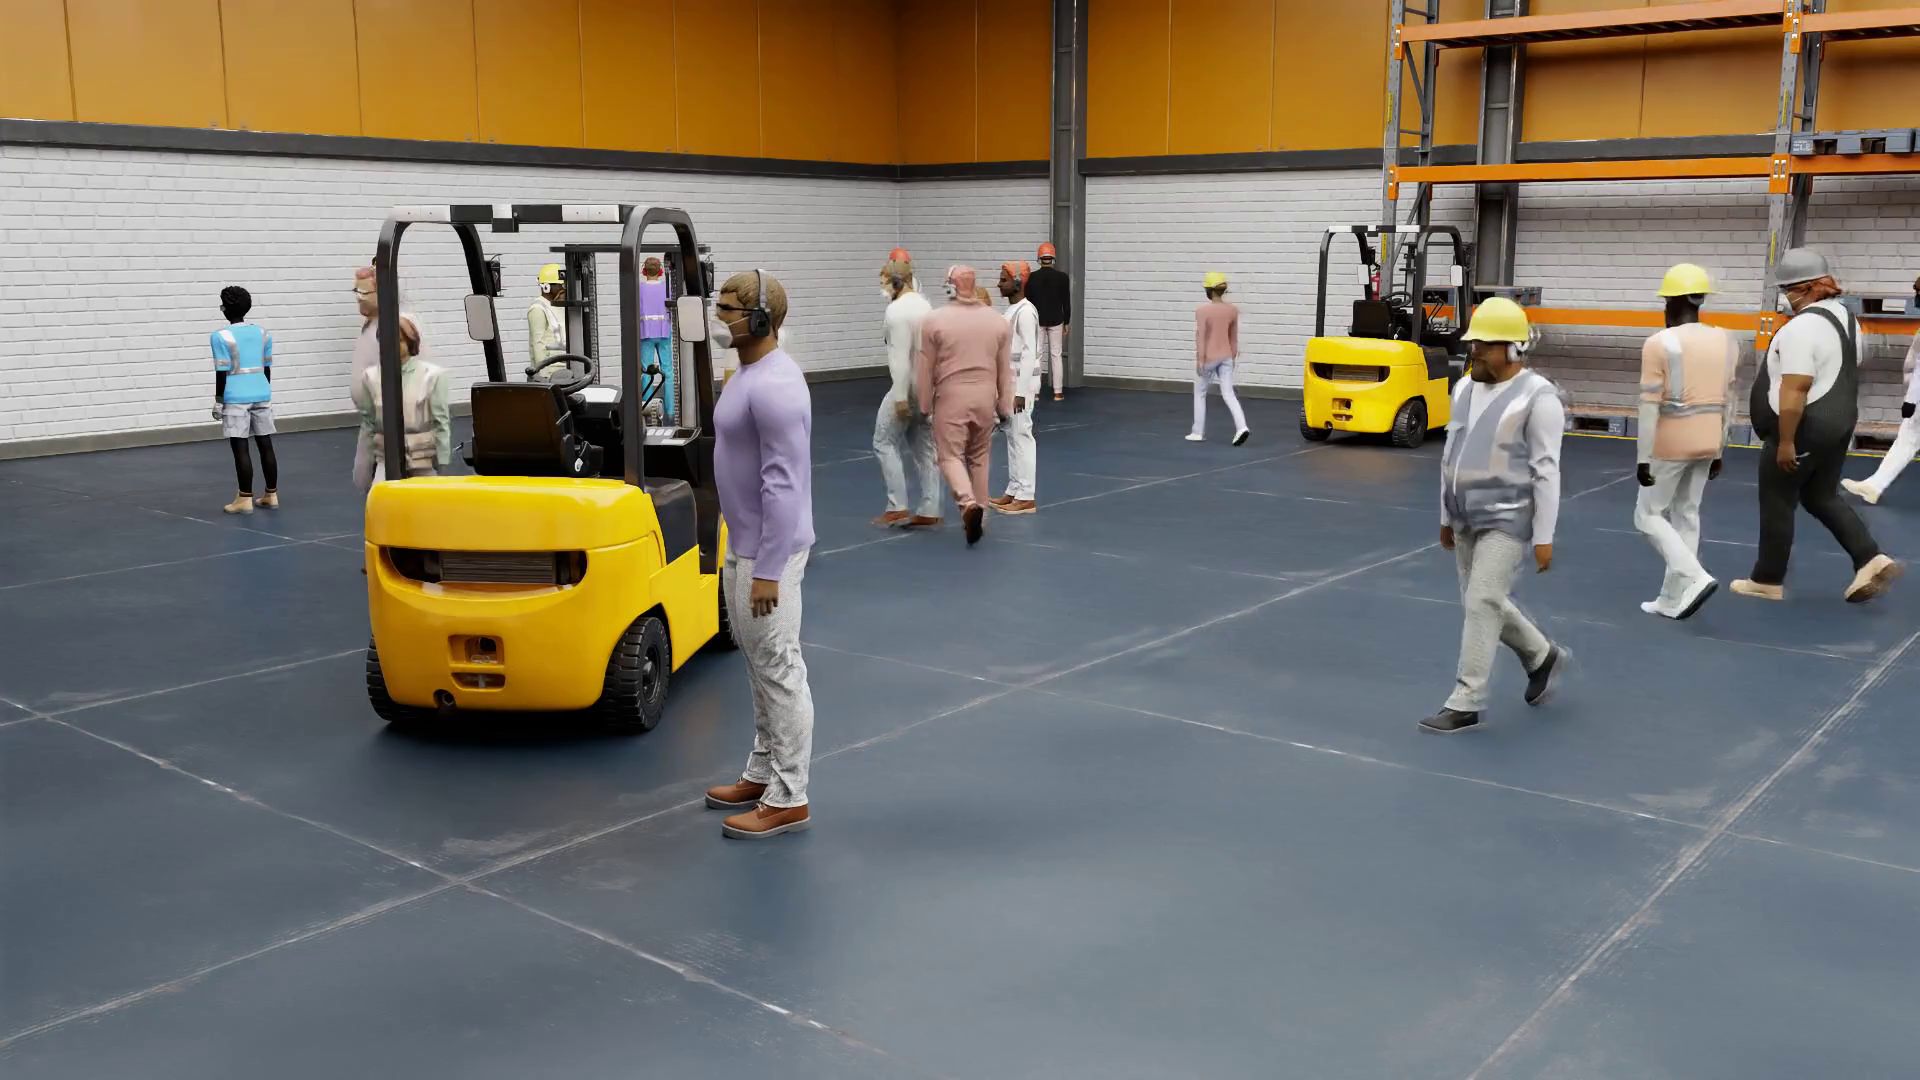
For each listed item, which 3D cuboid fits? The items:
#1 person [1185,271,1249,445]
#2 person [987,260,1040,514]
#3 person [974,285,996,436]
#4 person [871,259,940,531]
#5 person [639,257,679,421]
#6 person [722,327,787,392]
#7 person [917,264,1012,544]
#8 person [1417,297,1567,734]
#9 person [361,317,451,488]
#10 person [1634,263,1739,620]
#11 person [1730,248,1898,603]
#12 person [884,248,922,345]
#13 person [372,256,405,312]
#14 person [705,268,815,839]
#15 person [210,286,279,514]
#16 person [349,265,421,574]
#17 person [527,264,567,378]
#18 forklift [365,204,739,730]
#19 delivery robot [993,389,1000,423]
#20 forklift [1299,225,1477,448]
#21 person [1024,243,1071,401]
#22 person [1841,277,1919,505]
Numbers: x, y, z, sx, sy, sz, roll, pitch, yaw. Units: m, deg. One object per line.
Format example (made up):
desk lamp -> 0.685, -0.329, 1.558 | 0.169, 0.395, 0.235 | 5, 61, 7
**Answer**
person -> 2.589, -1.812, 16.591 | 0.531, 1.737, 0.840 | -5, 12, -27
person -> 0.415, -1.137, 12.438 | 0.355, 1.883, 0.575 | -2, 10, -11
person -> 0.199, -1.725, 16.485 | 0.511, 1.598, 0.832 | 6, 12, 30
person -> -0.383, -1.008, 11.669 | 0.621, 1.898, 0.650 | 5, 11, 24
person -> -3.436, -2.255, 18.734 | 0.571, 1.843, 0.373 | -3, 11, -16
person -> -1.274, -0.785, 10.689 | 0.800, 1.823, 0.506 | 9, 13, 40
person -> 0.053, -0.915, 11.250 | 0.662, 1.881, 0.768 | -4, 11, -22
person -> 2.288, -0.108, 6.951 | 0.785, 1.812, 0.607 | -4, 11, -22
person -> -3.007, -0.394, 9.036 | 0.518, 1.619, 0.567 | 0, 10, 2
person -> 3.843, -0.493, 8.784 | 0.595, 1.912, 0.549 | -3, 11, -17
person -> 4.798, -0.637, 9.227 | 0.706, 2.000, 0.813 | -7, 13, -35
person -> -0.716, -2.578, 20.272 | 0.356, 1.938, 0.544 | 8, 13, 38
person -> -6.112, -2.082, 17.699 | 0.328, 1.876, 0.513 | 5, 12, 28
person -> -0.689, 0.048, 5.719 | 0.372, 1.940, 0.630 | -3, 11, -17
person -> -5.358, -1.046, 12.443 | 0.320, 1.698, 0.531 | 5, 11, 25
person -> -3.462, -0.721, 10.125 | 0.464, 1.883, 0.674 | -7, 12, -33
person -> -3.657, -1.562, 14.968 | 0.403, 1.825, 0.592 | 1, 10, 7
forklift -> -1.766, -0.406, 7.525 | 1.214, 2.155, 2.313 | 1, 10, 7
delivery robot -> 0.323, -1.506, 17.903 | 0.477, 0.478, 0.707 | -2, 11, -12
forklift -> 4.449, -2.115, 16.993 | 1.214, 2.155, 2.313 | 8, 13, 38
person -> 1.100, -2.762, 21.122 | 0.615, 1.997, 0.373 | 0, 10, 0
person -> 7.153, -1.086, 12.411 | 0.965, 1.788, 0.636 | 7, 12, 34
